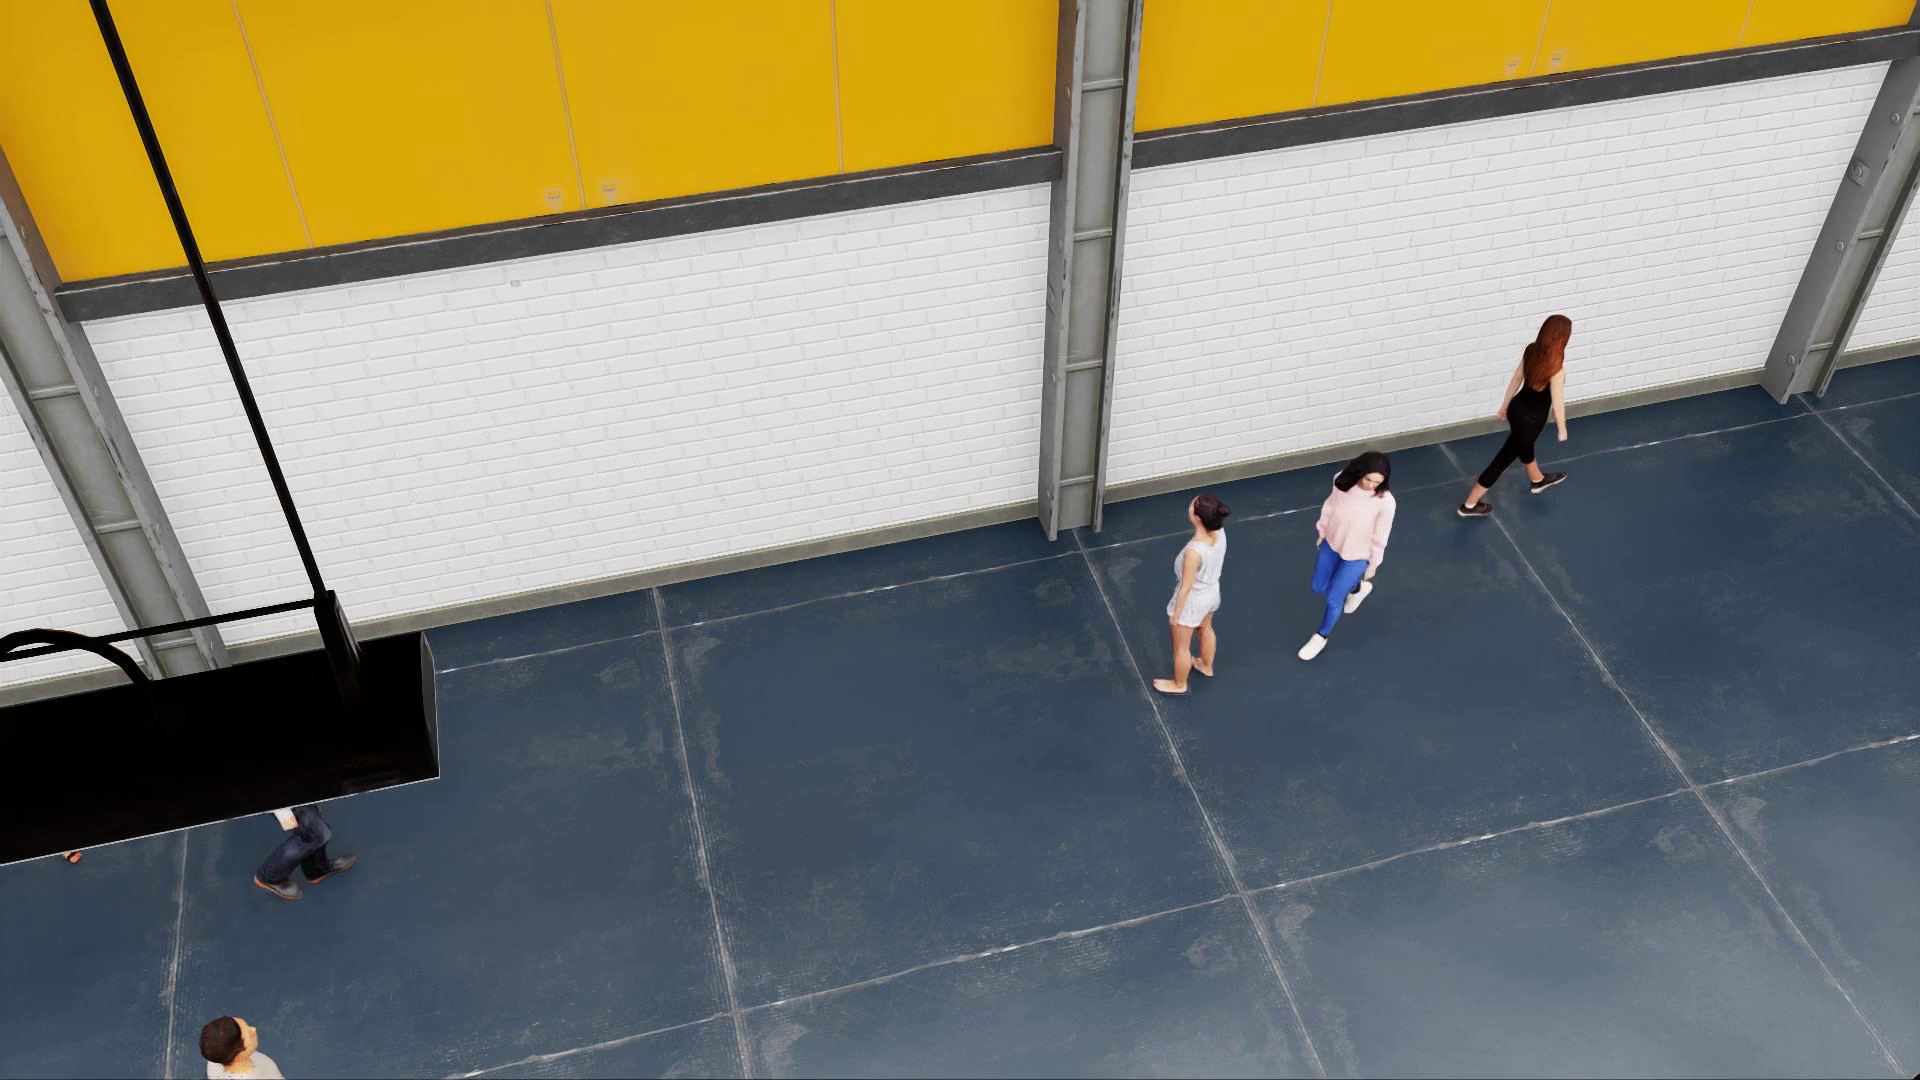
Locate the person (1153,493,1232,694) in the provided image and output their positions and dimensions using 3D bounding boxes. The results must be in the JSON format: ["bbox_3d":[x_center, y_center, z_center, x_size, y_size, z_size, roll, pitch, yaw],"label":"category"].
[{"bbox_3d":[1.472,0.346,10.384,0.738,1.615,0.666,19,47,19],"label":"person"}]

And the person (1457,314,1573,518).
[{"bbox_3d":[3.834,-0.812,11.546,1.098,1.690,0.623,-8,44,-8],"label":"person"}]

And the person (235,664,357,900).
[{"bbox_3d":[-3.827,1.378,9.163,0.800,1.807,0.712,-16,46,-16],"label":"person"}]

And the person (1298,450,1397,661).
[{"bbox_3d":[2.531,0.044,10.611,1.014,1.739,0.869,-28,50,-26],"label":"person"}]

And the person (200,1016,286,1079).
[{"bbox_3d":[-3.182,2.808,7.677,1.113,1.787,0.920,-30,51,-28],"label":"person"}]
